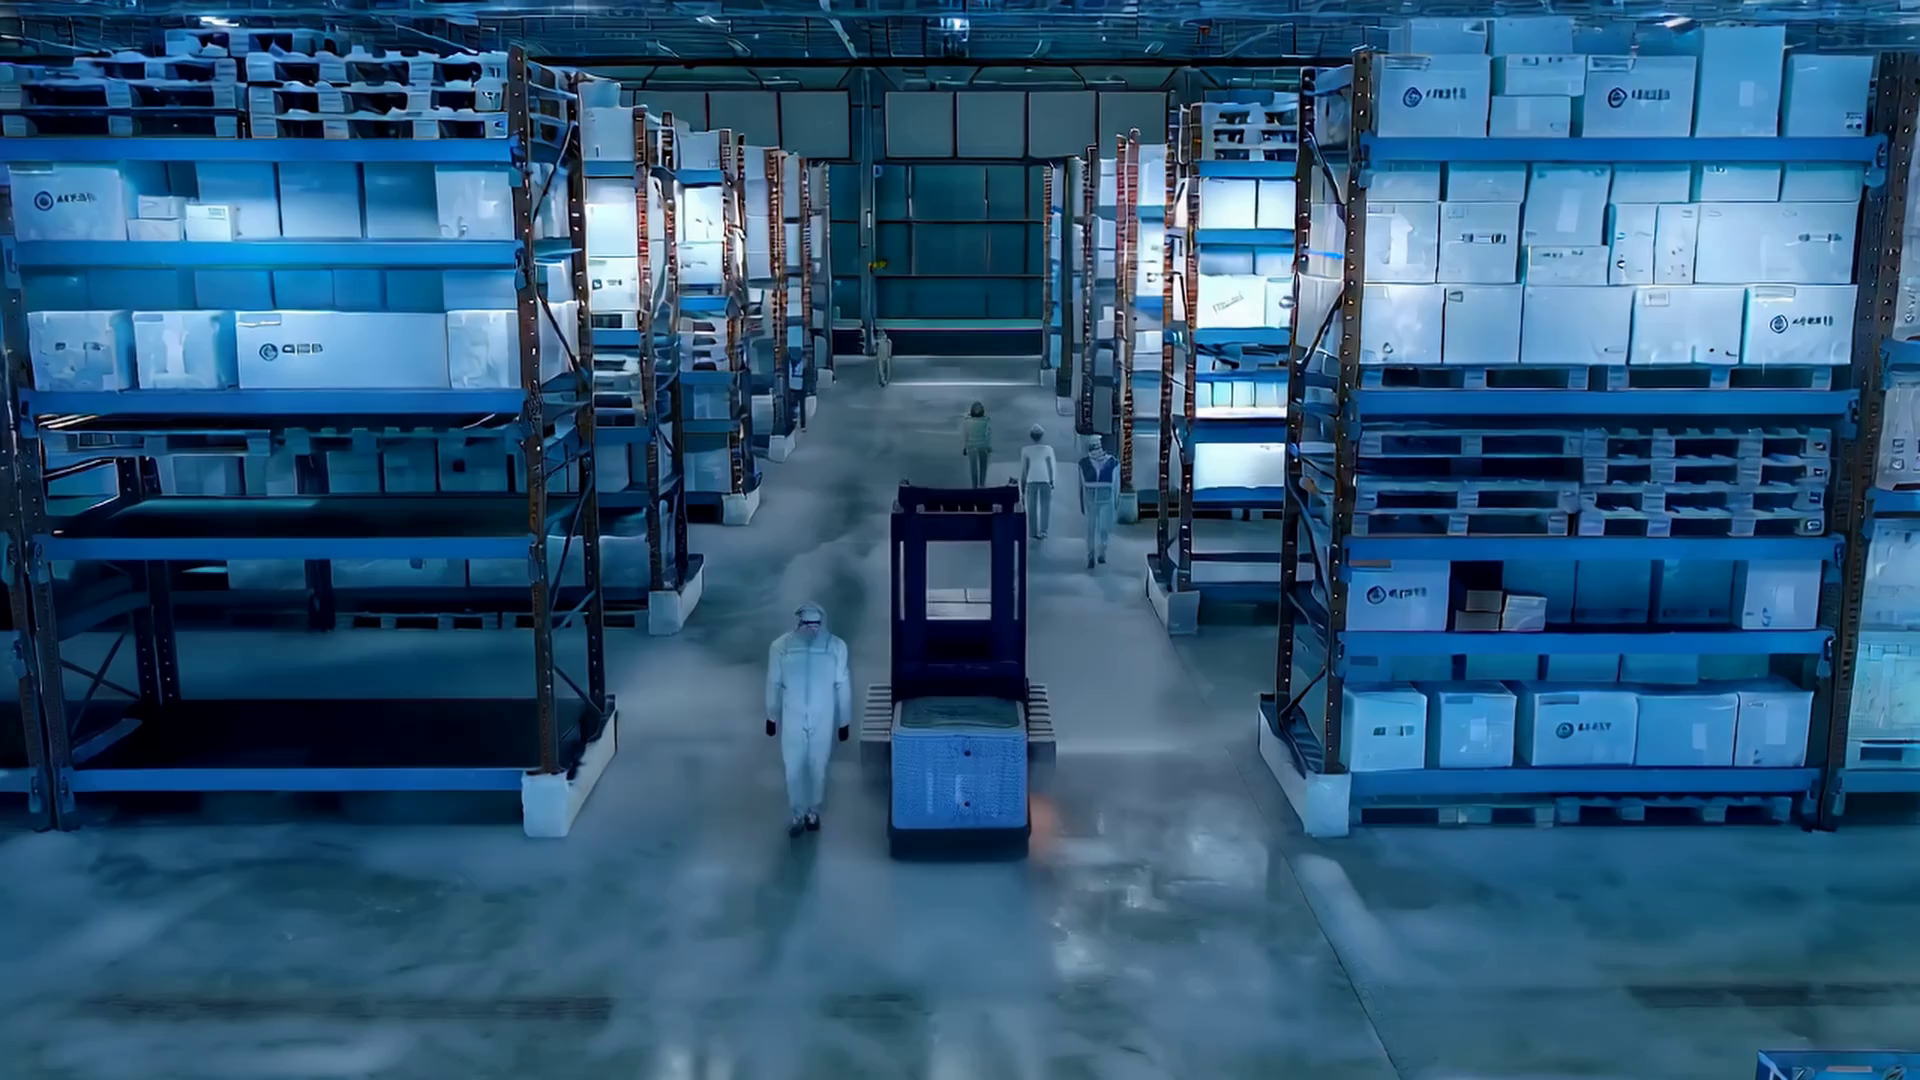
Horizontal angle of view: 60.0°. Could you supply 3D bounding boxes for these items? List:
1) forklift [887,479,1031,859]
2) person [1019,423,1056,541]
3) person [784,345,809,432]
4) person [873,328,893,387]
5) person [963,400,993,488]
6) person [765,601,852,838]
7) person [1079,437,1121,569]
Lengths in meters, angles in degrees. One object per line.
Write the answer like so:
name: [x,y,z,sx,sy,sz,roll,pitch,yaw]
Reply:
forklift: [-0.011,0.909,13.194,1.129,2.768,1.873,0,11,0]
person: [1.160,-0.867,24.798,0.559,1.743,0.558,1,11,5]
person: [-3.594,-3.329,36.590,0.592,1.922,0.392,4,12,19]
person: [-2.100,-4.994,45.566,0.553,1.625,0.335,1,11,5]
person: [0.311,-1.625,28.872,0.530,1.621,0.397,-2,12,-10]
person: [-1.188,1.418,13.130,0.680,1.885,0.613,-2,12,-9]
person: [1.919,-0.506,22.870,0.596,1.814,0.709,1,11,7]
